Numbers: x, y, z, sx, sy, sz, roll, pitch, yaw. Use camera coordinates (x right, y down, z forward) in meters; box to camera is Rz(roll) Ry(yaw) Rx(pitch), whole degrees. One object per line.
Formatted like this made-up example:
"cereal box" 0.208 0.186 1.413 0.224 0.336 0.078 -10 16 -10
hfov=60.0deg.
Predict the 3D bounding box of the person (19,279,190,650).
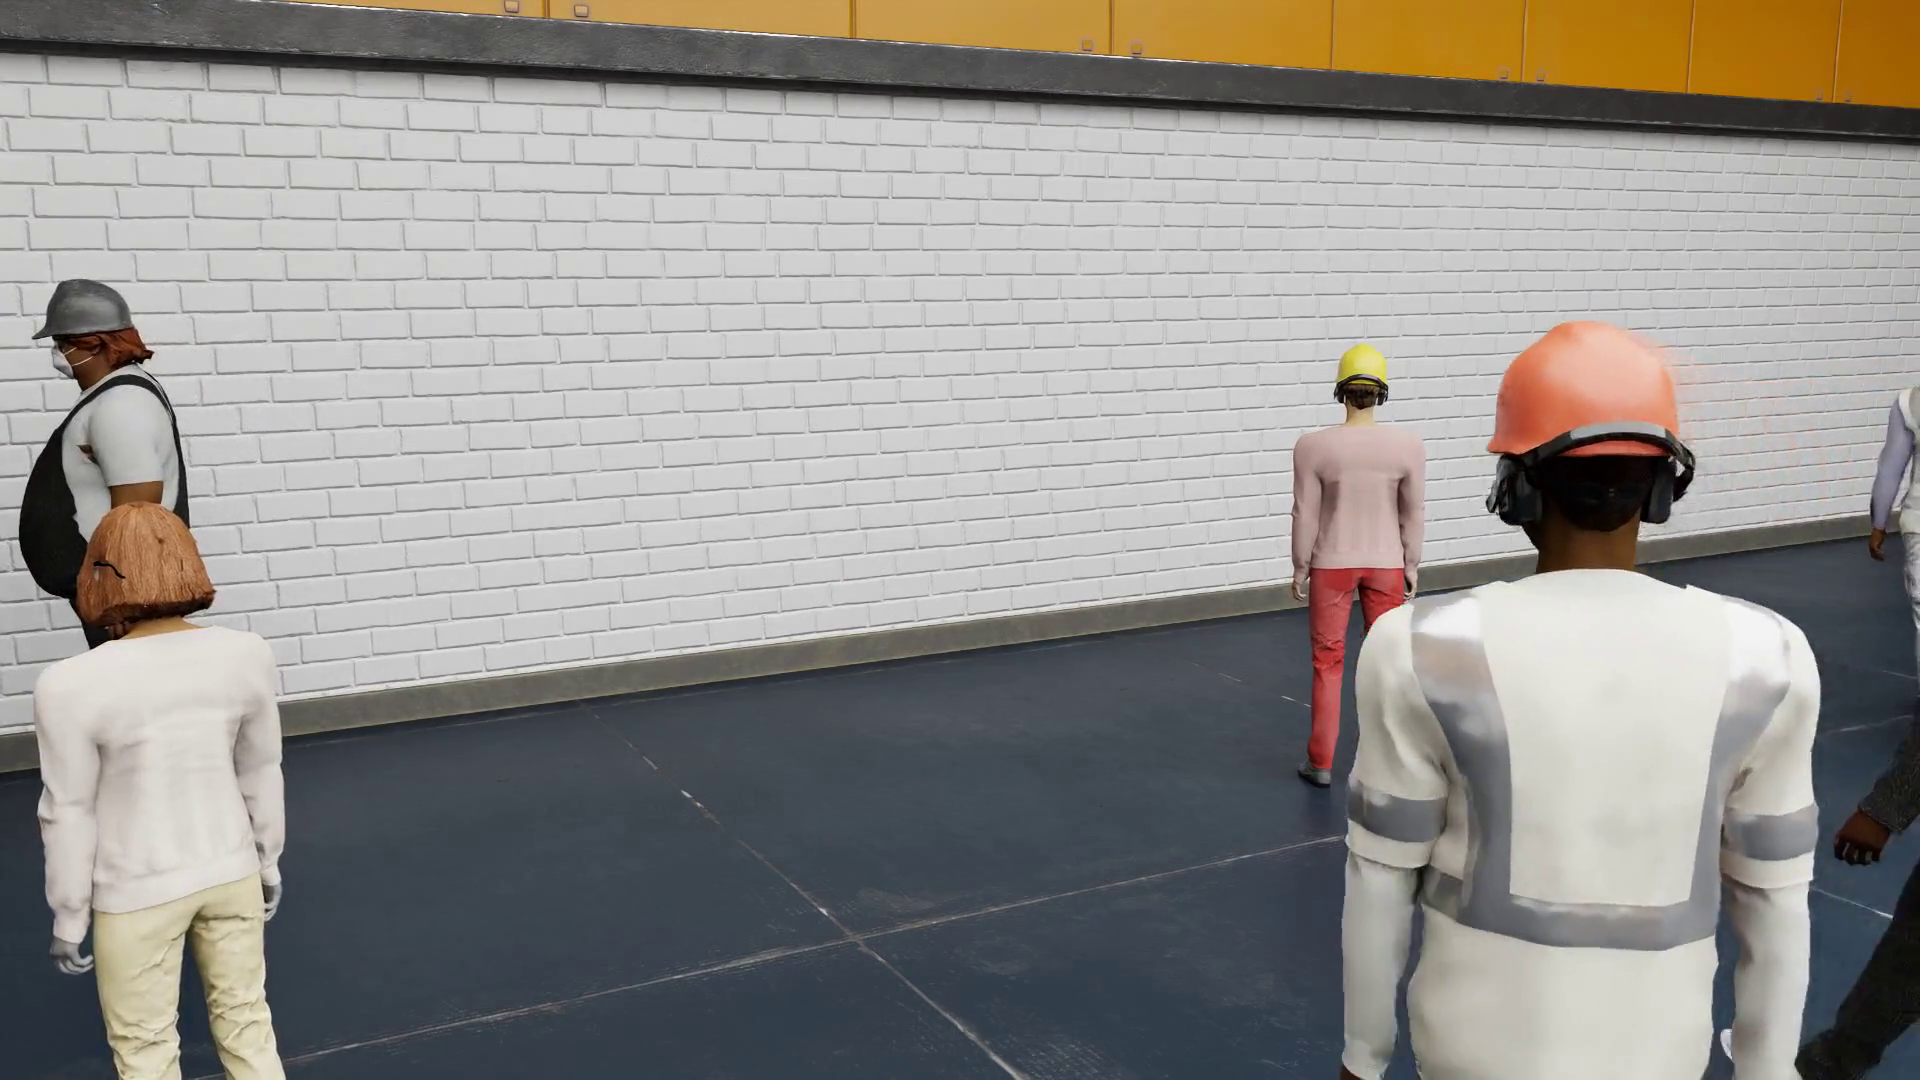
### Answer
"person" -3.006 0.099 5.875 0.536 2.000 0.688 -4 11 -23

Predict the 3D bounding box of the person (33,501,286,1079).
"person" -1.621 0.730 3.443 0.279 1.624 0.494 7 12 35

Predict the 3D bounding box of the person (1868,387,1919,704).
"person" 4.316 -0.064 7.237 0.630 1.895 0.994 4 10 20

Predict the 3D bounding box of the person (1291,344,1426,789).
"person" 1.563 0.114 6.580 0.524 1.769 0.309 0 10 2

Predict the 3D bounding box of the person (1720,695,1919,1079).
"person" 2.263 0.562 3.710 0.989 1.867 0.602 9 13 41

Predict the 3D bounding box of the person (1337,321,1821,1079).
"person" 0.845 0.715 2.357 0.605 2.031 0.490 0 10 2
